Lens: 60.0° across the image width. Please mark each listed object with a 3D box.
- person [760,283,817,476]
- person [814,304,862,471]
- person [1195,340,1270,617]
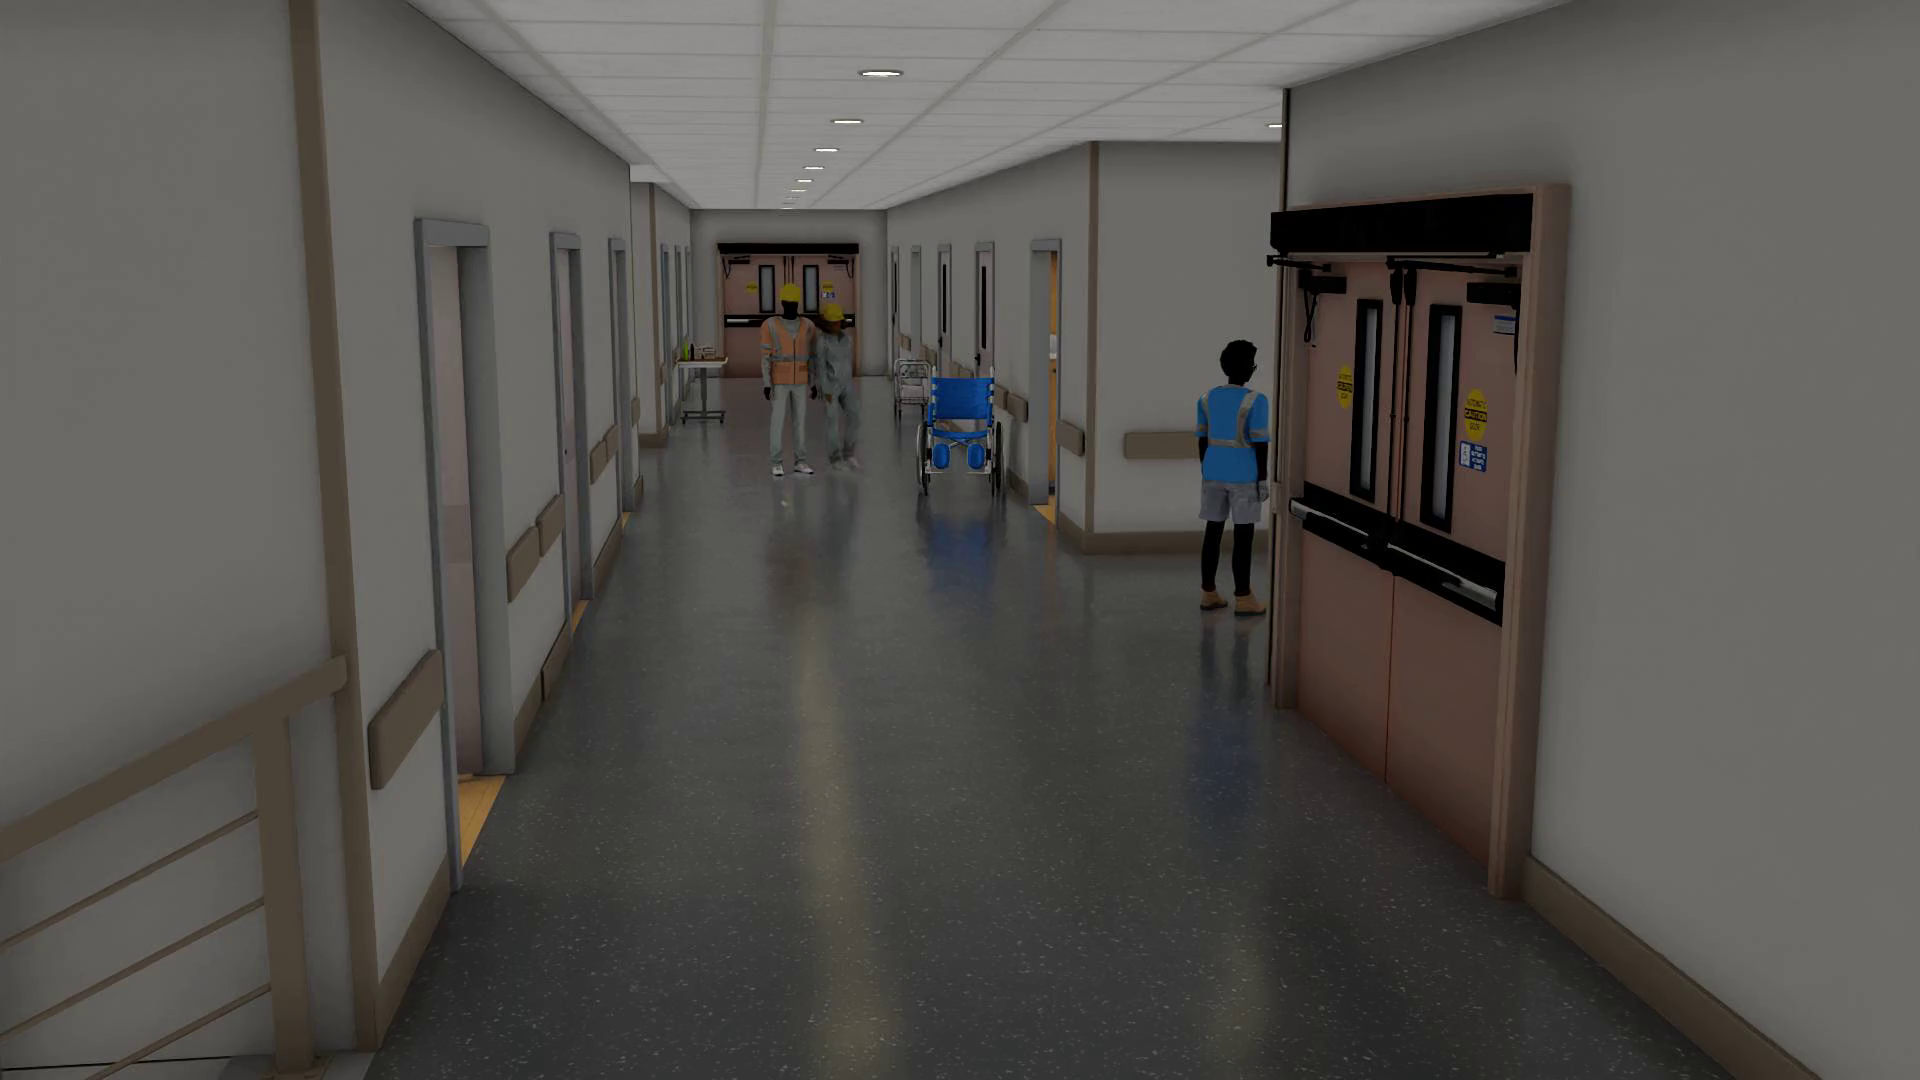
[{"bbox_3d":[-1.711,-1.614,16.760,0.587,1.929,0.361,-5,11,-27],"label":"person"},{"bbox_3d":[-1.238,-1.540,16.934,0.469,1.712,0.517,9,13,43],"label":"person"},{"bbox_3d":[1.684,-0.381,10.252,0.320,1.695,0.537,-9,13,-41],"label":"person"}]
